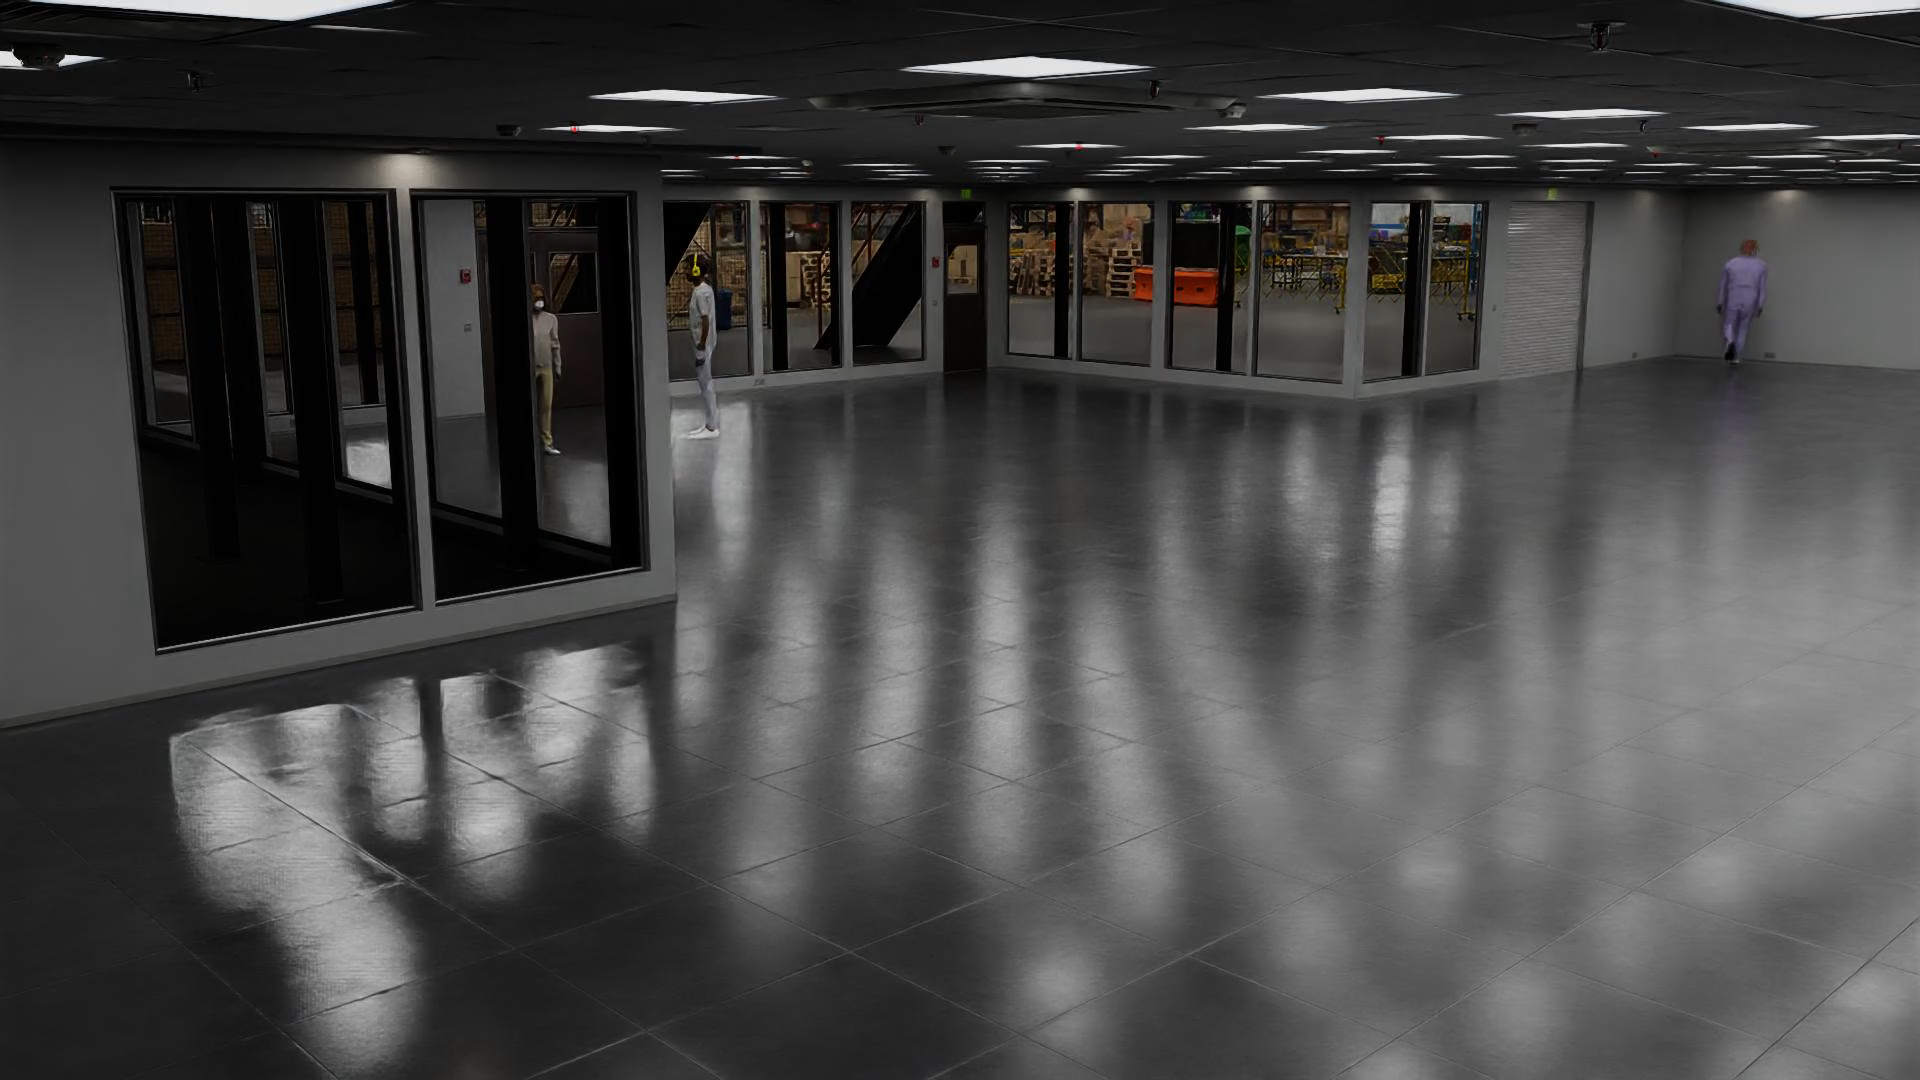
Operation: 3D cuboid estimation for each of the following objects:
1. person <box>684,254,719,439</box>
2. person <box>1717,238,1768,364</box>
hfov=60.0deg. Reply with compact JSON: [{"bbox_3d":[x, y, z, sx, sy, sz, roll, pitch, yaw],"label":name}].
[{"bbox_3d":[-2.618,-1.953,16.853,0.311,1.869,0.530,-1,11,-5],"label":"person"},{"bbox_3d":[11.629,-3.546,24.762,0.655,1.886,0.590,5,12,22],"label":"person"}]
